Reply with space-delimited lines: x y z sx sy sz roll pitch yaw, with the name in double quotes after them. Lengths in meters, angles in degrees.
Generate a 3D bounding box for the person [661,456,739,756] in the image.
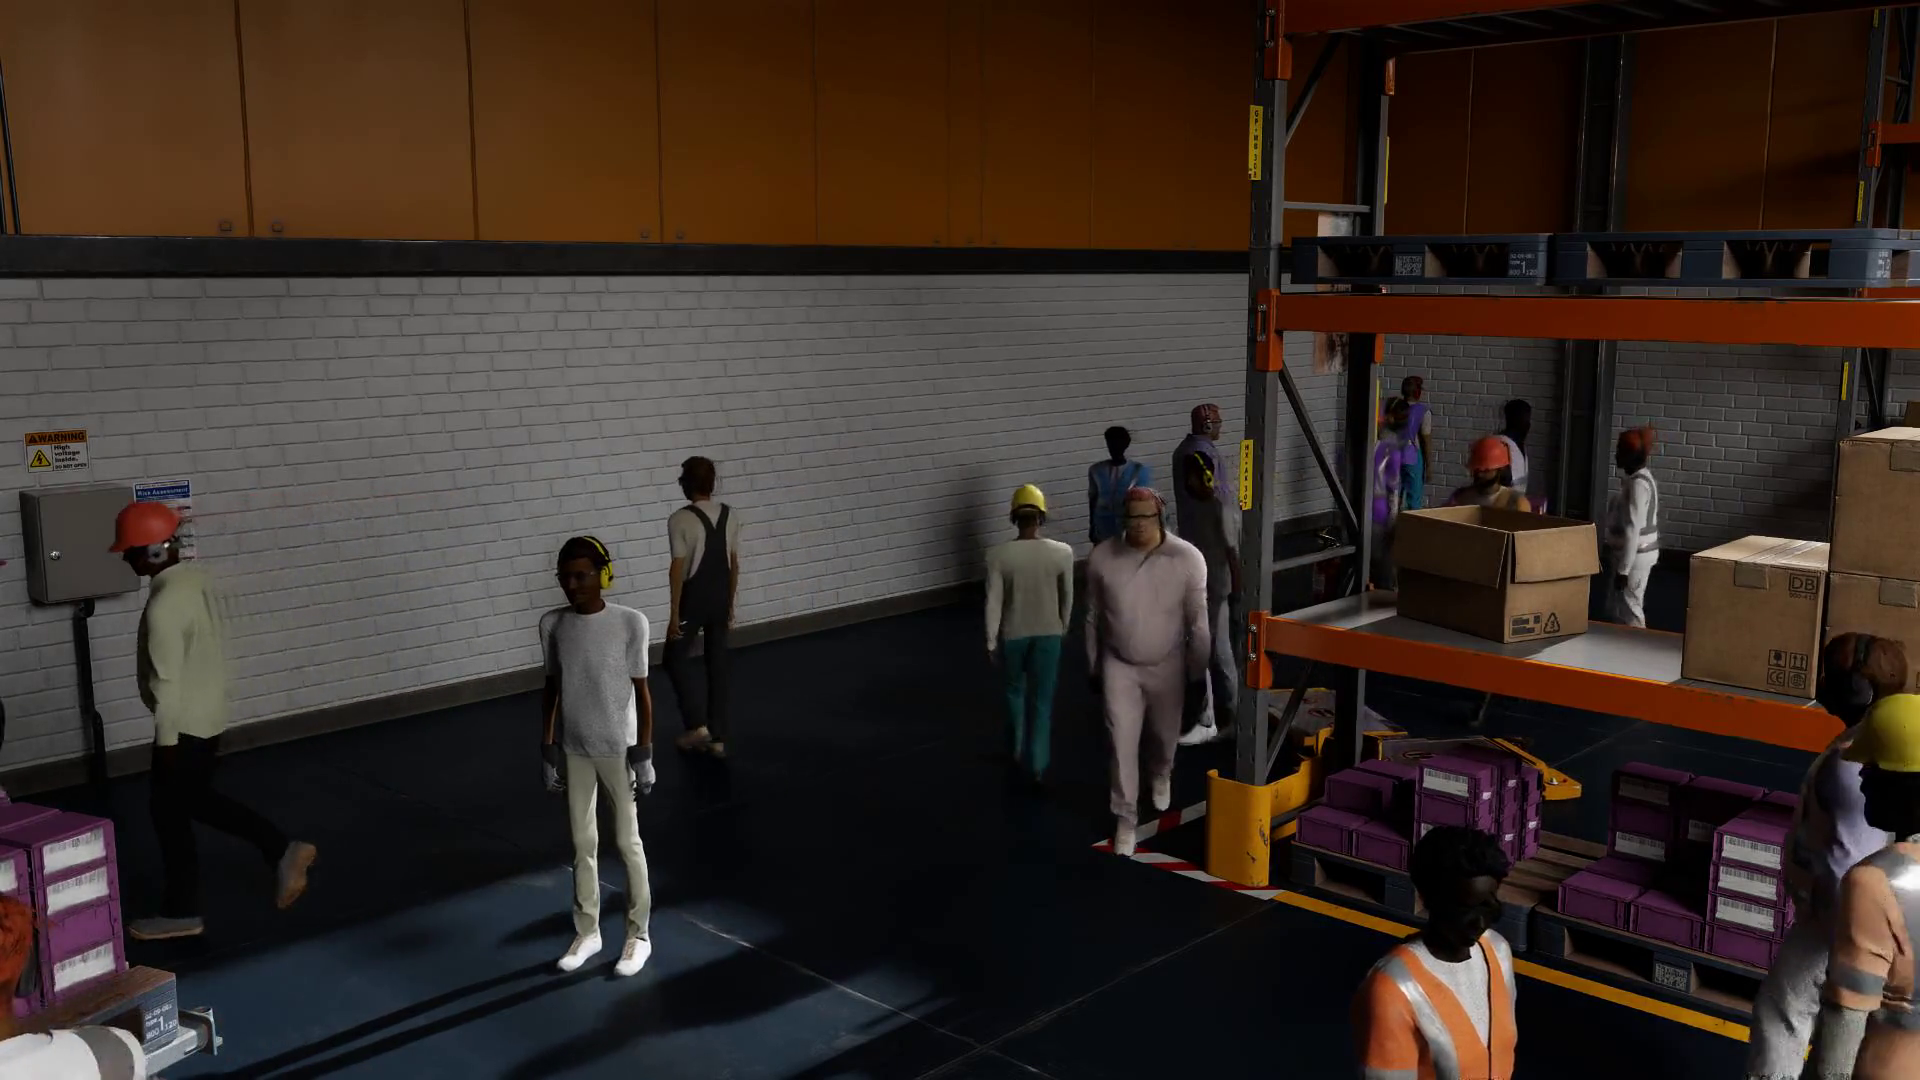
-1.585 0.402 10.081 0.546 1.830 0.454 -9 13 -43 "person"

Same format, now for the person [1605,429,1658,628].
4.683 0.145 11.601 0.377 1.857 0.622 3 10 17 "person"

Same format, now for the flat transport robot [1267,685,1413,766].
2.221 1.144 10.312 0.652 0.197 1.431 -2 9 -10 "flat transport robot"

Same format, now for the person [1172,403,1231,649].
1.904 -0.111 13.002 0.405 1.911 0.636 -3 10 -15 "person"

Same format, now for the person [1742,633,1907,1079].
2.752 1.181 5.356 0.661 1.813 0.795 -9 13 -42 "person"

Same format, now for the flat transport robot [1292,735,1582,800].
2.670 1.300 9.356 1.431 0.197 0.652 -2 9 -10 "flat transport robot"

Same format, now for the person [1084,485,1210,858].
0.971 0.620 8.664 0.645 1.864 0.931 1 9 8 "person"

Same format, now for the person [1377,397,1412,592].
3.806 -0.355 14.796 0.716 1.821 0.530 2 10 14 "person"

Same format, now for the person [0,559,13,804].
-3.886 0.910 6.512 0.435 1.977 0.647 -8 12 -40 "person"

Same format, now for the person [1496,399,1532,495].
4.528 -0.259 14.006 0.845 1.884 0.584 7 11 35 "person"

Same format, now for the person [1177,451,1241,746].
1.522 0.365 10.305 0.669 1.830 0.543 -1 9 -8 "person"

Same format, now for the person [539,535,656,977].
-1.524 0.898 6.972 0.520 1.866 0.337 2 9 12 "person"

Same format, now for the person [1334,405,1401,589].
3.299 -0.186 13.451 0.542 1.919 0.624 6 11 33 "person"

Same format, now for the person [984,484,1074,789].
0.396 0.539 9.575 0.515 1.723 0.892 1 9 4 "person"

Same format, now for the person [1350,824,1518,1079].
1.110 1.475 3.924 0.536 1.695 0.322 -8 12 -40 "person"

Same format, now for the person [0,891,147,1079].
-1.685 1.537 2.996 0.484 1.871 0.596 5 11 30 "person"

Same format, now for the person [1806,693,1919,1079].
2.340 1.326 4.168 0.608 1.909 0.438 -5 11 -30 "person"

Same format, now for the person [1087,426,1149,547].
1.325 -0.131 13.846 0.537 1.672 0.726 3 10 16 "person"

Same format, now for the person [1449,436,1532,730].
3.462 0.255 10.800 0.582 1.906 0.772 9 13 43 "person"

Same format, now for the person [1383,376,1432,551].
4.645 -0.780 17.289 0.390 1.846 0.564 -8 12 -42 "person"

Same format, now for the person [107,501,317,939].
-3.325 0.786 7.352 0.694 1.960 0.663 -2 9 -11 "person"
